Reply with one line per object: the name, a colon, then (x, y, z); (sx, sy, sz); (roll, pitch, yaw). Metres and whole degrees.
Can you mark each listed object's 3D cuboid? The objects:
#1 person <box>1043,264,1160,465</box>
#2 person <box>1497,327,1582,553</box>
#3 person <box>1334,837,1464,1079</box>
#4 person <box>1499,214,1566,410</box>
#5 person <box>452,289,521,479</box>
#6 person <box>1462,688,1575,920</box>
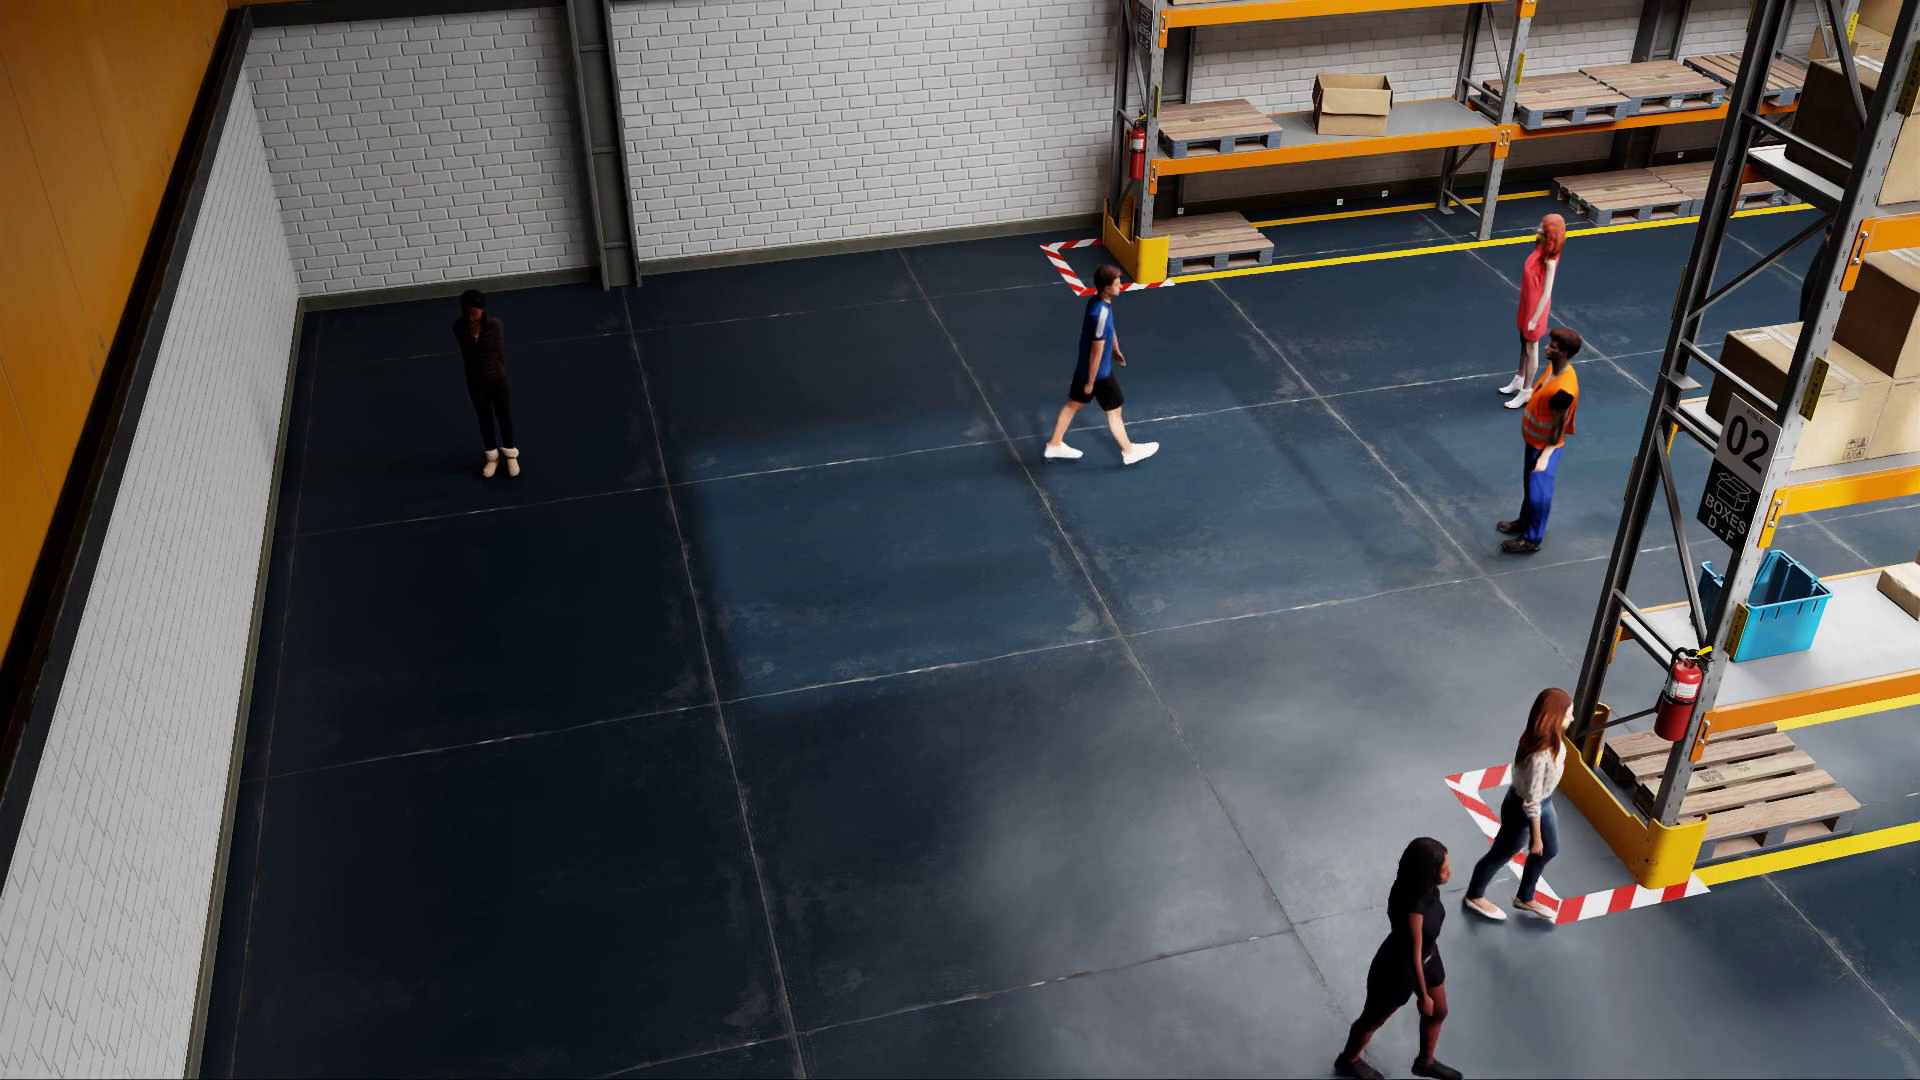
person: (1.026, -1.431, 13.875); (1.239, 1.819, 0.788); (-3, 34, -5)
person: (4.515, -0.772, 12.819); (0.774, 1.889, 0.775); (5, 34, 8)
person: (2.180, 2.185, 8.526); (0.978, 1.716, 0.903); (17, 37, 23)
person: (5.113, -2.044, 14.789); (0.621, 1.827, 0.649); (3, 34, 5)
person: (-3.947, -1.346, 13.889); (0.581, 1.661, 0.650); (-26, 41, -33)
person: (3.159, 1.509, 9.547); (0.893, 1.713, 0.834); (18, 38, 25)
